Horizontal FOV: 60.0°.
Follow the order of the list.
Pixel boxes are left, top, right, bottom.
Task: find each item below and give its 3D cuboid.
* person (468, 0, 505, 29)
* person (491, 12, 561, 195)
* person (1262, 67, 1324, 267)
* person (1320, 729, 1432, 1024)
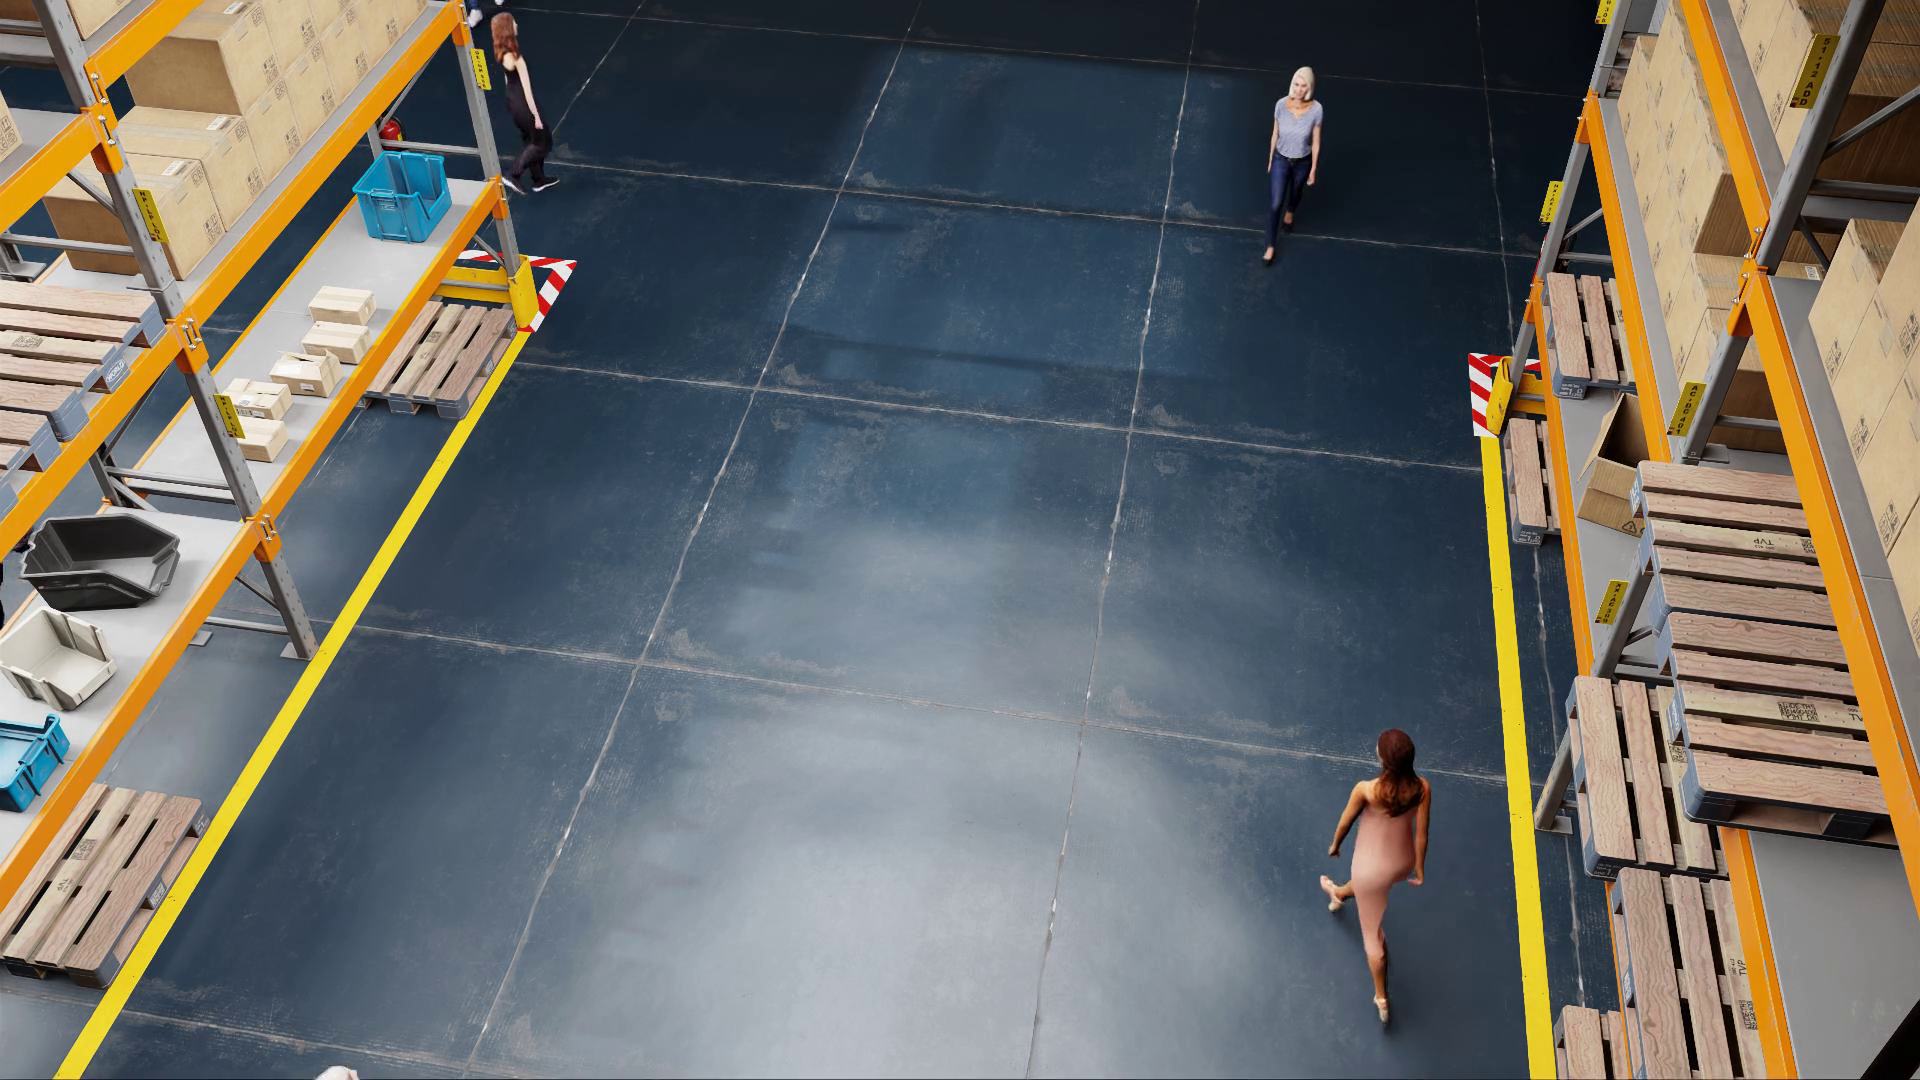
[{"bbox_3d":[-5.111,-6.278,17.318,0.735,1.793,0.899,12,45,12],"label":"person"},{"bbox_3d":[-3.965,-3.826,14.783,0.923,1.739,0.847,-29,51,-27],"label":"person"},{"bbox_3d":[2.870,-3.278,14.246,0.683,1.687,1.130,12,45,12],"label":"person"},{"bbox_3d":[2.278,1.826,8.839,0.884,1.755,1.265,-4,44,-5],"label":"person"}]
